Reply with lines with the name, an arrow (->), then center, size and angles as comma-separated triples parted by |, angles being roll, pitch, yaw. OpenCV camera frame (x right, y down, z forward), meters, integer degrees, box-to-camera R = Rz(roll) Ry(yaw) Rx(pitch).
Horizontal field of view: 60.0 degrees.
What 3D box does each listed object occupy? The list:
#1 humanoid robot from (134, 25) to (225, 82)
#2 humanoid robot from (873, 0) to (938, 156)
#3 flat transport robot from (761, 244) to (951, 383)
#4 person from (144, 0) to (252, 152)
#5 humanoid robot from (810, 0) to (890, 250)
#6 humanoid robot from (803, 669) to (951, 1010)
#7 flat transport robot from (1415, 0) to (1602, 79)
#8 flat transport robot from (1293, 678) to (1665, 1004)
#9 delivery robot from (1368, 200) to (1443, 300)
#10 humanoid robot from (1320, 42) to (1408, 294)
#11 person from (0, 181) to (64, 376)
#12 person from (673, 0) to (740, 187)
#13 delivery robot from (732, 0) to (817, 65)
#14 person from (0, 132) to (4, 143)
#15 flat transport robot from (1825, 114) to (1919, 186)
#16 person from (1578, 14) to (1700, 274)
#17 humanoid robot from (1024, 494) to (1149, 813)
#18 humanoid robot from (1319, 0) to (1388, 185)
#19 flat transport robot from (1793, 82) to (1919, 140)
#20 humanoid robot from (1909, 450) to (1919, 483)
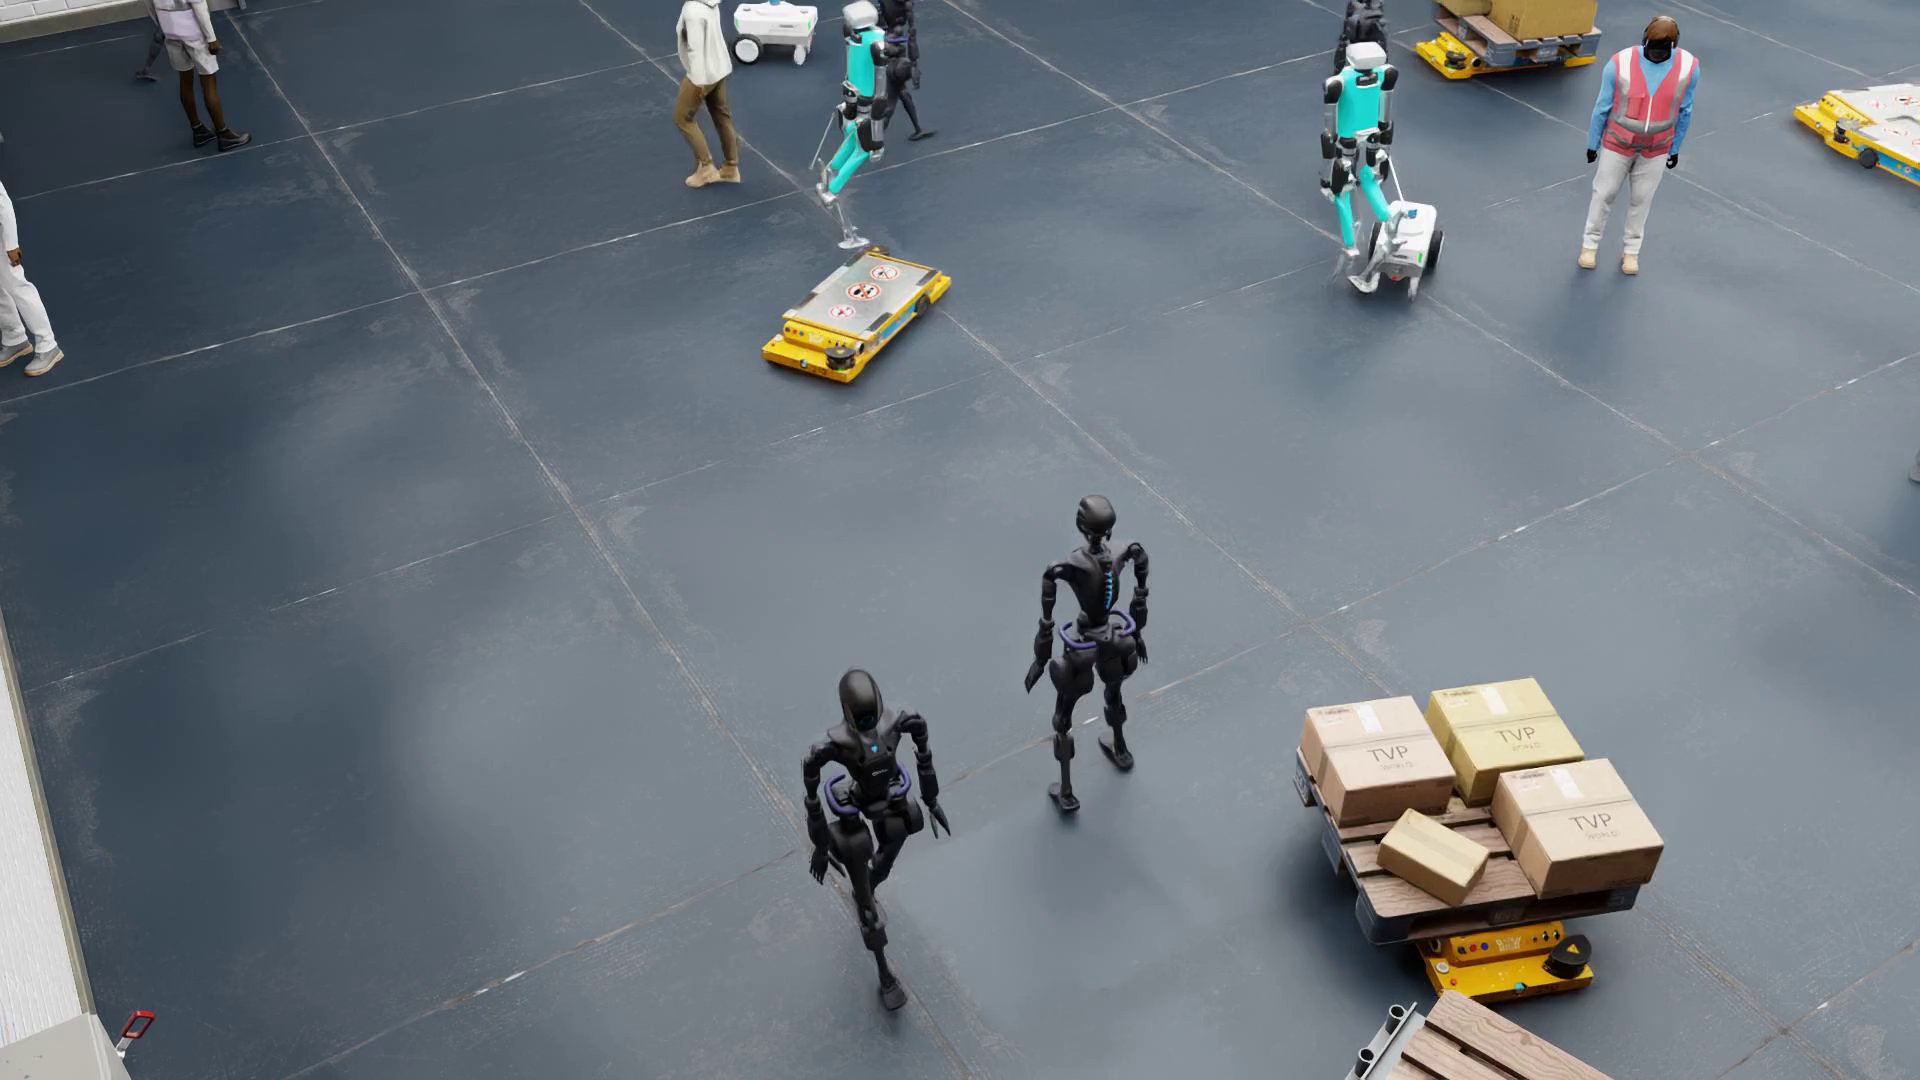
humanoid robot -> -6.891, -4.760, 14.205 | 0.767, 1.636, 0.608 | -21, 43, -25
humanoid robot -> -0.497, -3.826, 13.024 | 0.777, 1.621, 0.616 | -20, 43, -24
flat transport robot -> -0.681, -1.550, 11.247 | 0.659, 0.231, 1.431 | 18, 42, 21
person -> -6.040, -4.006, 13.004 | 0.549, 1.935, 0.373 | 15, 41, 18
humanoid robot -> -0.834, -2.840, 11.701 | 0.671, 1.808, 0.536 | -19, 42, -22
humanoid robot -> -0.317, 1.152, 6.737 | 0.608, 1.628, 0.764 | -17, 41, -20
flat transport robot -> 4.867, -4.379, 14.817 | 1.431, 0.231, 0.659 | -9, 39, -11
flat transport robot -> 2.215, 1.430, 7.488 | 0.659, 0.231, 1.431 | -7, 39, -8
delivery robot -> 3.124, -2.082, 11.701 | 0.499, 0.611, 0.814 | 13, 40, 15
humanoid robot -> 2.720, -2.335, 11.108 | 0.561, 1.850, 0.724 | -14, 41, -17
person -> -6.120, -1.901, 10.392 | 0.583, 1.879, 0.337 | 14, 40, 17
person -> -1.955, -3.490, 12.500 | 0.534, 1.747, 0.549 | 7, 39, 8
delivery robot -> -1.643, -4.571, 14.806 | 0.733, 0.566, 0.503 | 4, 39, 5
person -> -7.975, -3.983, 13.050 | 0.389, 1.844, 0.562 | -26, 45, -29
flat transport robot -> 7.608, -2.960, 13.027 | 0.659, 0.231, 1.431 | -18, 42, -21
person -> 4.653, -2.727, 11.478 | 0.638, 1.831, 0.430 | 8, 39, 10
humanoid robot -> 0.606, 0.512, 7.534 | 0.611, 1.641, 0.431 | -16, 41, -20
humanoid robot -> 3.000, -3.453, 12.520 | 0.307, 1.649, 0.612 | -14, 40, -17
flat transport robot -> 7.723, -3.511, 13.722 | 1.431, 0.231, 0.659 | -8, 39, -10
humanoid robot -> 5.879, -0.989, 9.404 | 0.599, 1.653, 0.329 | 13, 40, 15
